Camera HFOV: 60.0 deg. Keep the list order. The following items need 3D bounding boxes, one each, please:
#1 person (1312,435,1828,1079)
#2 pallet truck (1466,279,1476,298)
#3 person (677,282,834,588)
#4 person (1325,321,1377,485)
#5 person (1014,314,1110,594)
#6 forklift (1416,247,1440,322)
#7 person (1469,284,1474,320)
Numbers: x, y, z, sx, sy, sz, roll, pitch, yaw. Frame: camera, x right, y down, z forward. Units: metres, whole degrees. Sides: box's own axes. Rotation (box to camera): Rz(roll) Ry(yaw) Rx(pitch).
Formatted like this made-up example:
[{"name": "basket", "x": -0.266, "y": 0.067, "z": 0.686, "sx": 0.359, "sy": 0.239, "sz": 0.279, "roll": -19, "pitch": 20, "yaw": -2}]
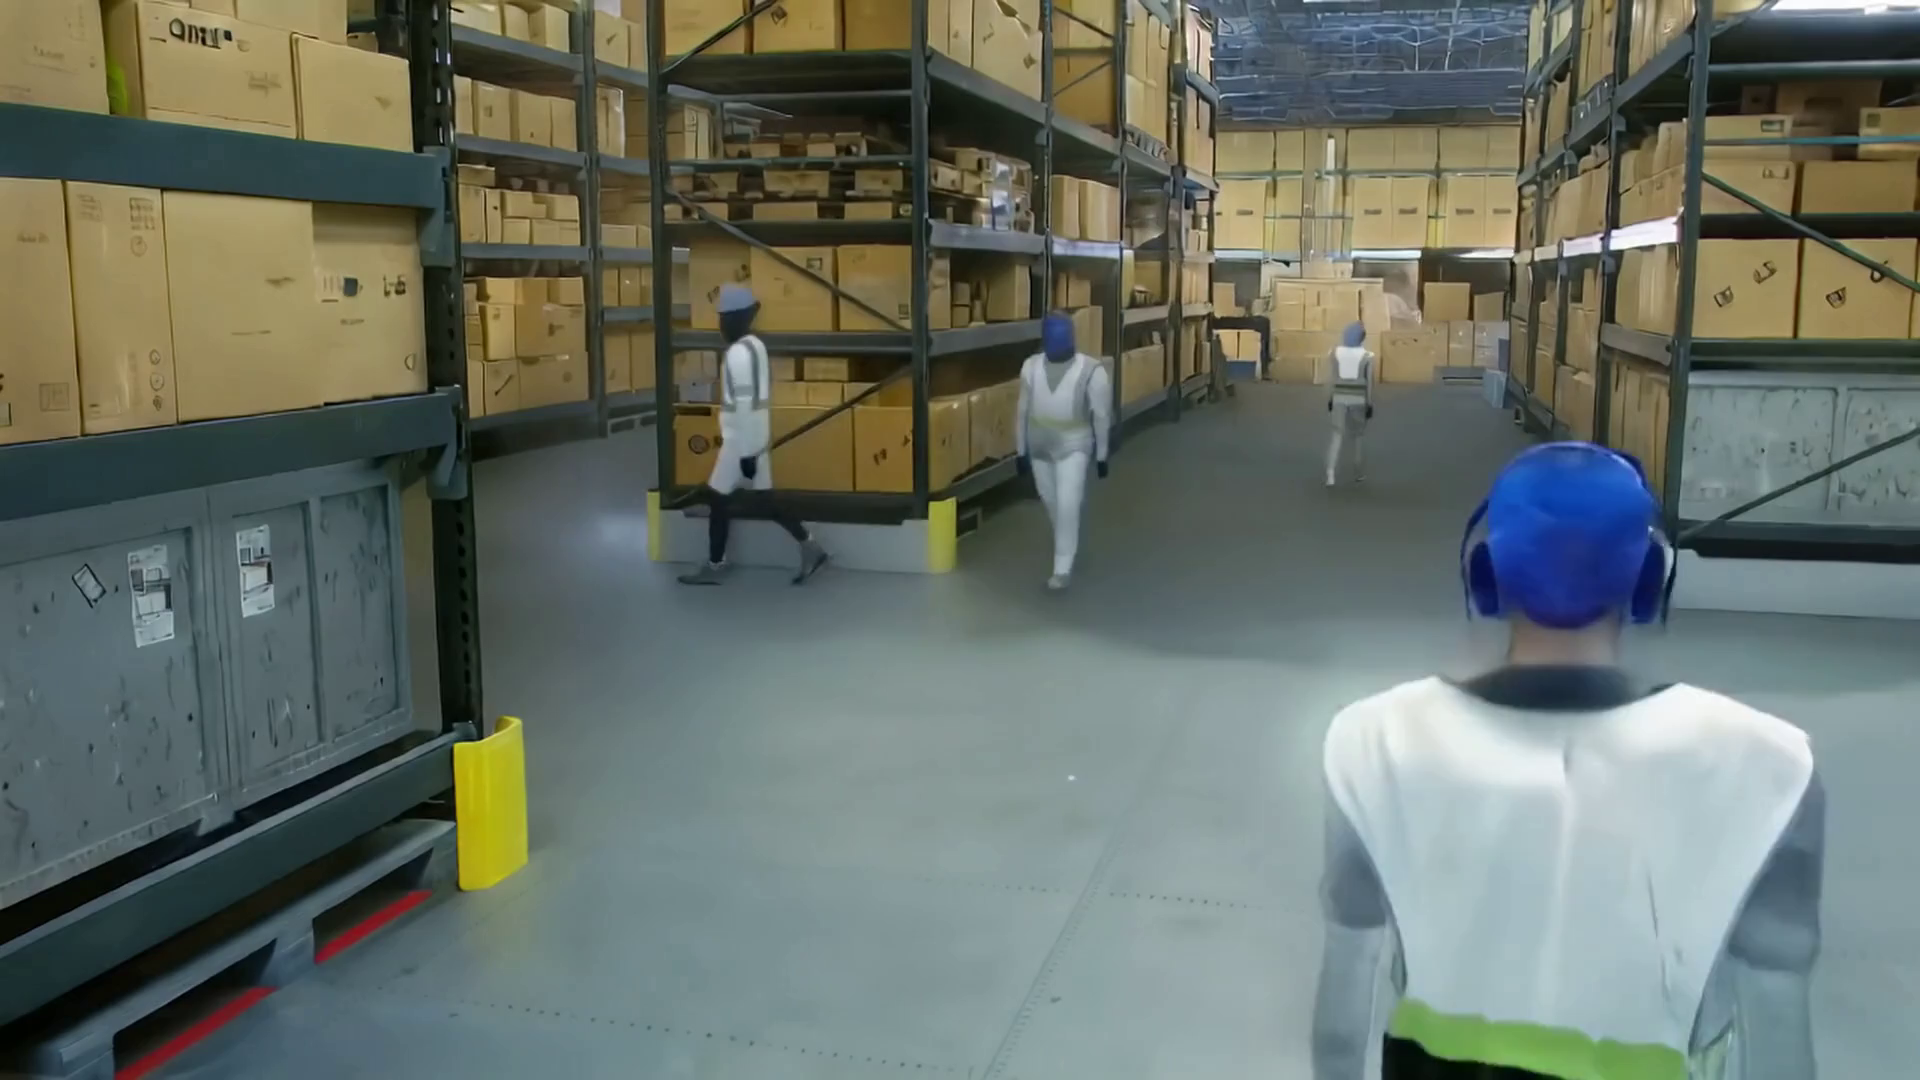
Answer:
[{"name": "person", "x": 0.709, "y": 0.795, "z": 2.024, "sx": 0.592, "sy": 1.833, "sz": 0.472, "roll": 4, "pitch": 10, "yaw": 24}, {"name": "pallet truck", "x": 18.896, "y": -8.459, "z": 60.307, "sx": 1.885, "sy": 1.965, "sz": 0.823, "roll": 5, "pitch": 10, "yaw": 31}, {"name": "person", "x": -1.333, "y": -0.663, "z": 10.777, "sx": 0.992, "sy": 2.013, "sz": 0.619, "roll": 2, "pitch": 9, "yaw": 10}, {"name": "person", "x": 3.827, "y": -1.347, "z": 16.364, "sx": 0.514, "sy": 1.608, "sz": 0.786, "roll": 5, "pitch": 10, "yaw": 28}, {"name": "person", "x": 0.678, "y": -0.597, "z": 11.026, "sx": 0.627, "sy": 1.798, "sz": 0.956, "roll": 4, "pitch": 10, "yaw": 23}, {"name": "forklift", "x": 12.210, "y": -6.239, "z": 43.408, "sx": 1.873, "sy": 2.768, "sz": 1.129, "roll": 5, "pitch": 10, "yaw": 30}, {"name": "person", "x": 16.515, "y": -7.439, "z": 54.239, "sx": 0.608, "sy": 1.878, "sz": 0.570, "roll": -5, "pitch": 10, "yaw": -29}]
